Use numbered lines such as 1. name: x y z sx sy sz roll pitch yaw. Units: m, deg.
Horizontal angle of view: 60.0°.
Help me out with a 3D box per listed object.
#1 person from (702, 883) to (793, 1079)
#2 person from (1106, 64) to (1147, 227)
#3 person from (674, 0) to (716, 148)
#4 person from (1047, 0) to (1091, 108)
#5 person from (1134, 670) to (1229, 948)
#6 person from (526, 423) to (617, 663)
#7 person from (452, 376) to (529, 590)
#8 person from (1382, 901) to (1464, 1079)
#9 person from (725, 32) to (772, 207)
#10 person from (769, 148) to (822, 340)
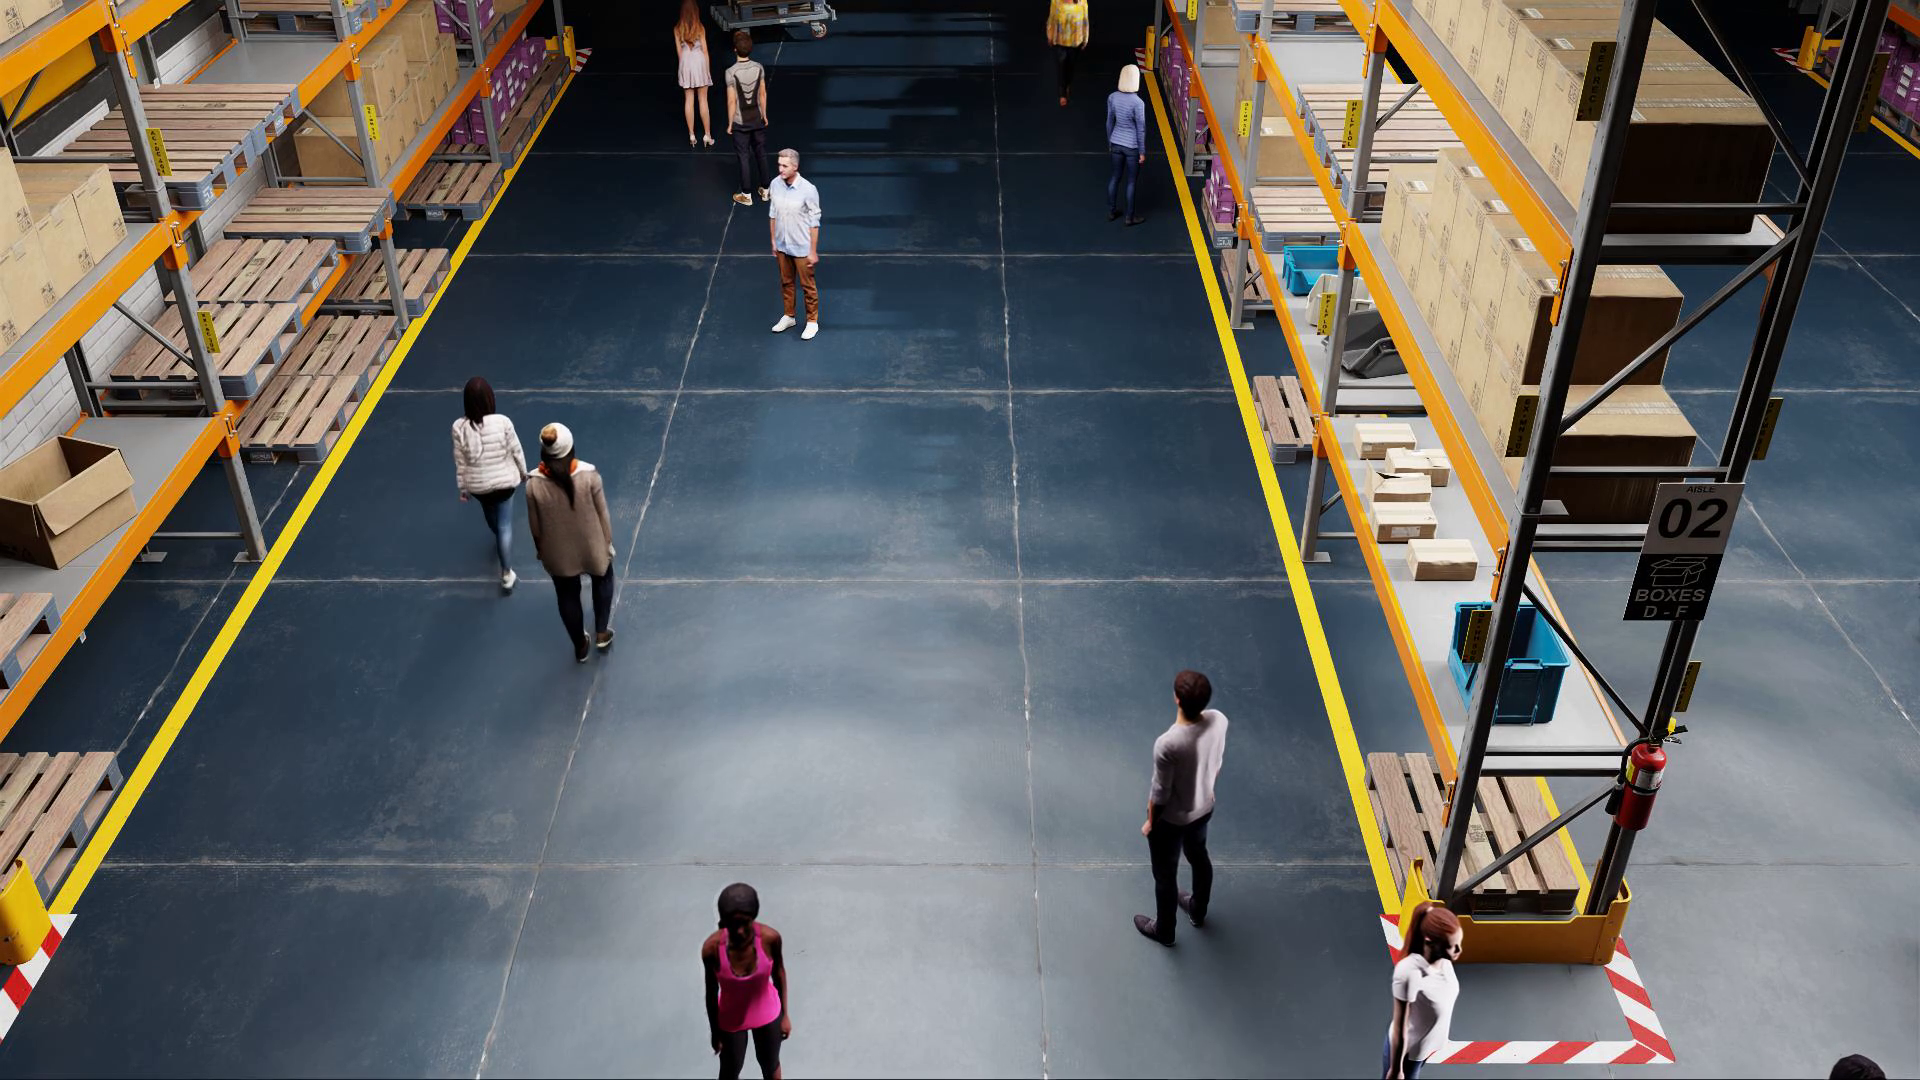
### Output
1. person: -1.024 2.294 8.039 0.609 1.722 0.614 -8 34 -12
2. person: 1.784 -4.242 17.851 0.720 1.745 0.765 26 42 33
3. person: -3.167 -5.565 19.820 0.583 1.770 0.601 4 34 5
4. person: 1.371 -6.371 21.184 0.727 1.603 1.034 -2 34 -3
5. person: 1.229 1.472 9.167 0.730 1.842 0.745 -22 39 -29
6. person: -2.625 0.054 11.265 0.744 1.881 0.695 -5 34 -7
7. person: -3.431 -0.389 12.191 0.727 1.595 1.100 -4 34 -6
8. person: 2.129 2.376 7.902 0.723 1.738 0.633 21 39 28
9. person: -2.330 -4.634 18.306 0.730 1.896 0.744 -19 38 -26
10. person: -1.550 -2.797 15.604 0.771 1.827 0.747 16 37 23
